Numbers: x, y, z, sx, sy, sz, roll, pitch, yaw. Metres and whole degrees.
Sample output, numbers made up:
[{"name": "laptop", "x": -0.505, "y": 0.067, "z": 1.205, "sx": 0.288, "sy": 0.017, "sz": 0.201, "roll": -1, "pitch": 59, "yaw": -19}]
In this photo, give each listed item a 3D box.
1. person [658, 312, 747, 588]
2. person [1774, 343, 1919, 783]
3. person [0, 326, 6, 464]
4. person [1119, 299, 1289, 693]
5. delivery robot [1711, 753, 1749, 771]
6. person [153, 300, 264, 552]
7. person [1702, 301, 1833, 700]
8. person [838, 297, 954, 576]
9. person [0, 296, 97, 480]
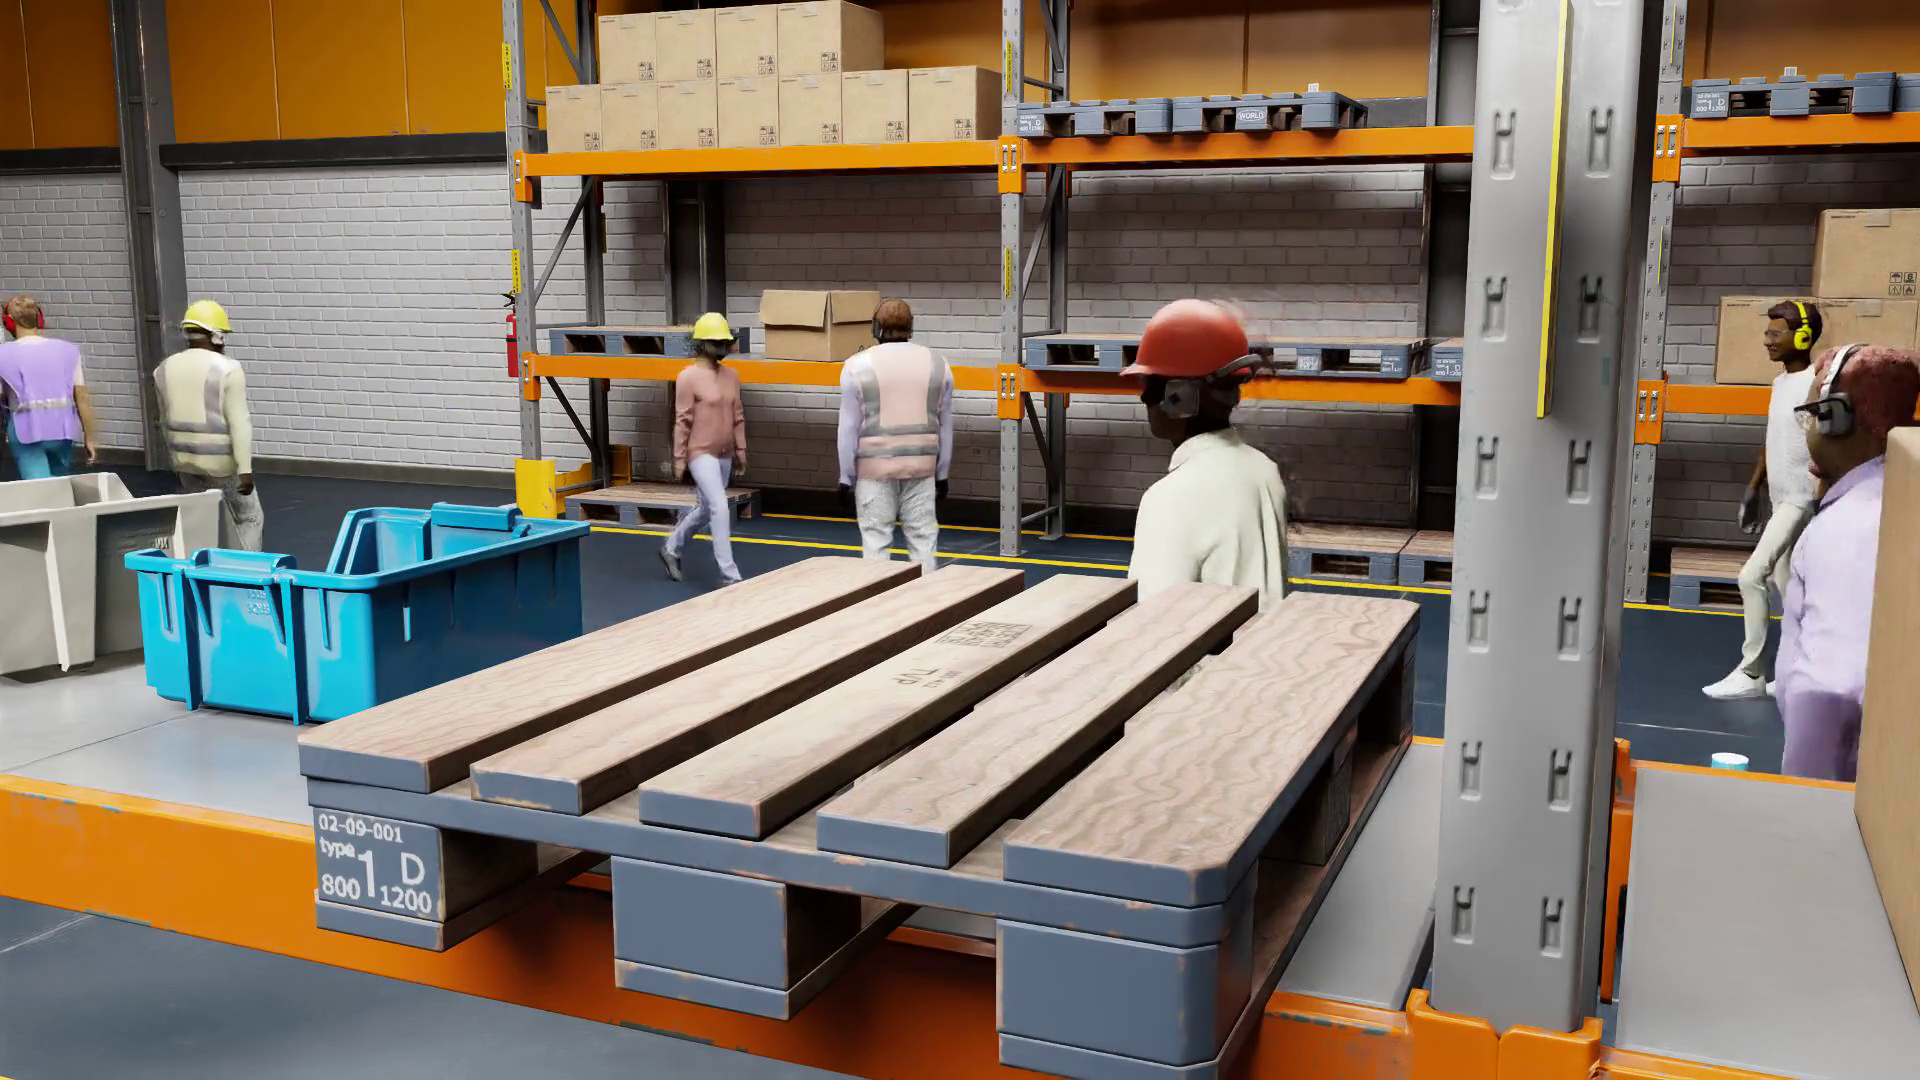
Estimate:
[{"name": "person", "x": -1.593, "y": -0.536, "z": 10.238, "sx": 0.852, "sy": 1.735, "sz": 0.533, "roll": 6, "pitch": 11, "yaw": 33}, {"name": "person", "x": 1.931, "y": 0.502, "z": 3.650, "sx": 0.724, "sy": 1.839, "sz": 0.971, "roll": -9, "pitch": 13, "yaw": -44}, {"name": "person", "x": -6.785, "y": -0.887, "z": 11.385, "sx": 0.537, "sy": 2.000, "sz": 0.675, "roll": 5, "pitch": 11, "yaw": 29}, {"name": "person", "x": 0.537, "y": 0.419, "z": 3.870, "sx": 1.020, "sy": 1.941, "sz": 0.638, "roll": 5, "pitch": 11, "yaw": 28}, {"name": "delivery robot", "x": 2.275, "y": 0.879, "z": 4.956, "sx": 0.707, "sy": 0.478, "sz": 0.477, "roll": -5, "pitch": 11, "yaw": -27}, {"name": "person", "x": -4.222, "y": -0.465, "z": 9.545, "sx": 0.636, "sy": 1.802, "sz": 0.622, "roll": 3, "pitch": 10, "yaw": 15}, {"name": "person", "x": 3.709, "y": -0.167, "z": 7.654, "sx": 0.718, "sy": 1.844, "sz": 0.548, "roll": 1, "pitch": 10, "yaw": 6}, {"name": "person", "x": -0.343, "y": -0.360, "z": 8.826, "sx": 0.632, "sy": 1.841, "sz": 0.429, "roll": -3, "pitch": 10, "yaw": -18}, {"name": "person", "x": -5.806, "y": -0.606, "z": 10.386, "sx": 0.887, "sy": 1.802, "sz": 0.586, "roll": 7, "pitch": 12, "yaw": 36}]
